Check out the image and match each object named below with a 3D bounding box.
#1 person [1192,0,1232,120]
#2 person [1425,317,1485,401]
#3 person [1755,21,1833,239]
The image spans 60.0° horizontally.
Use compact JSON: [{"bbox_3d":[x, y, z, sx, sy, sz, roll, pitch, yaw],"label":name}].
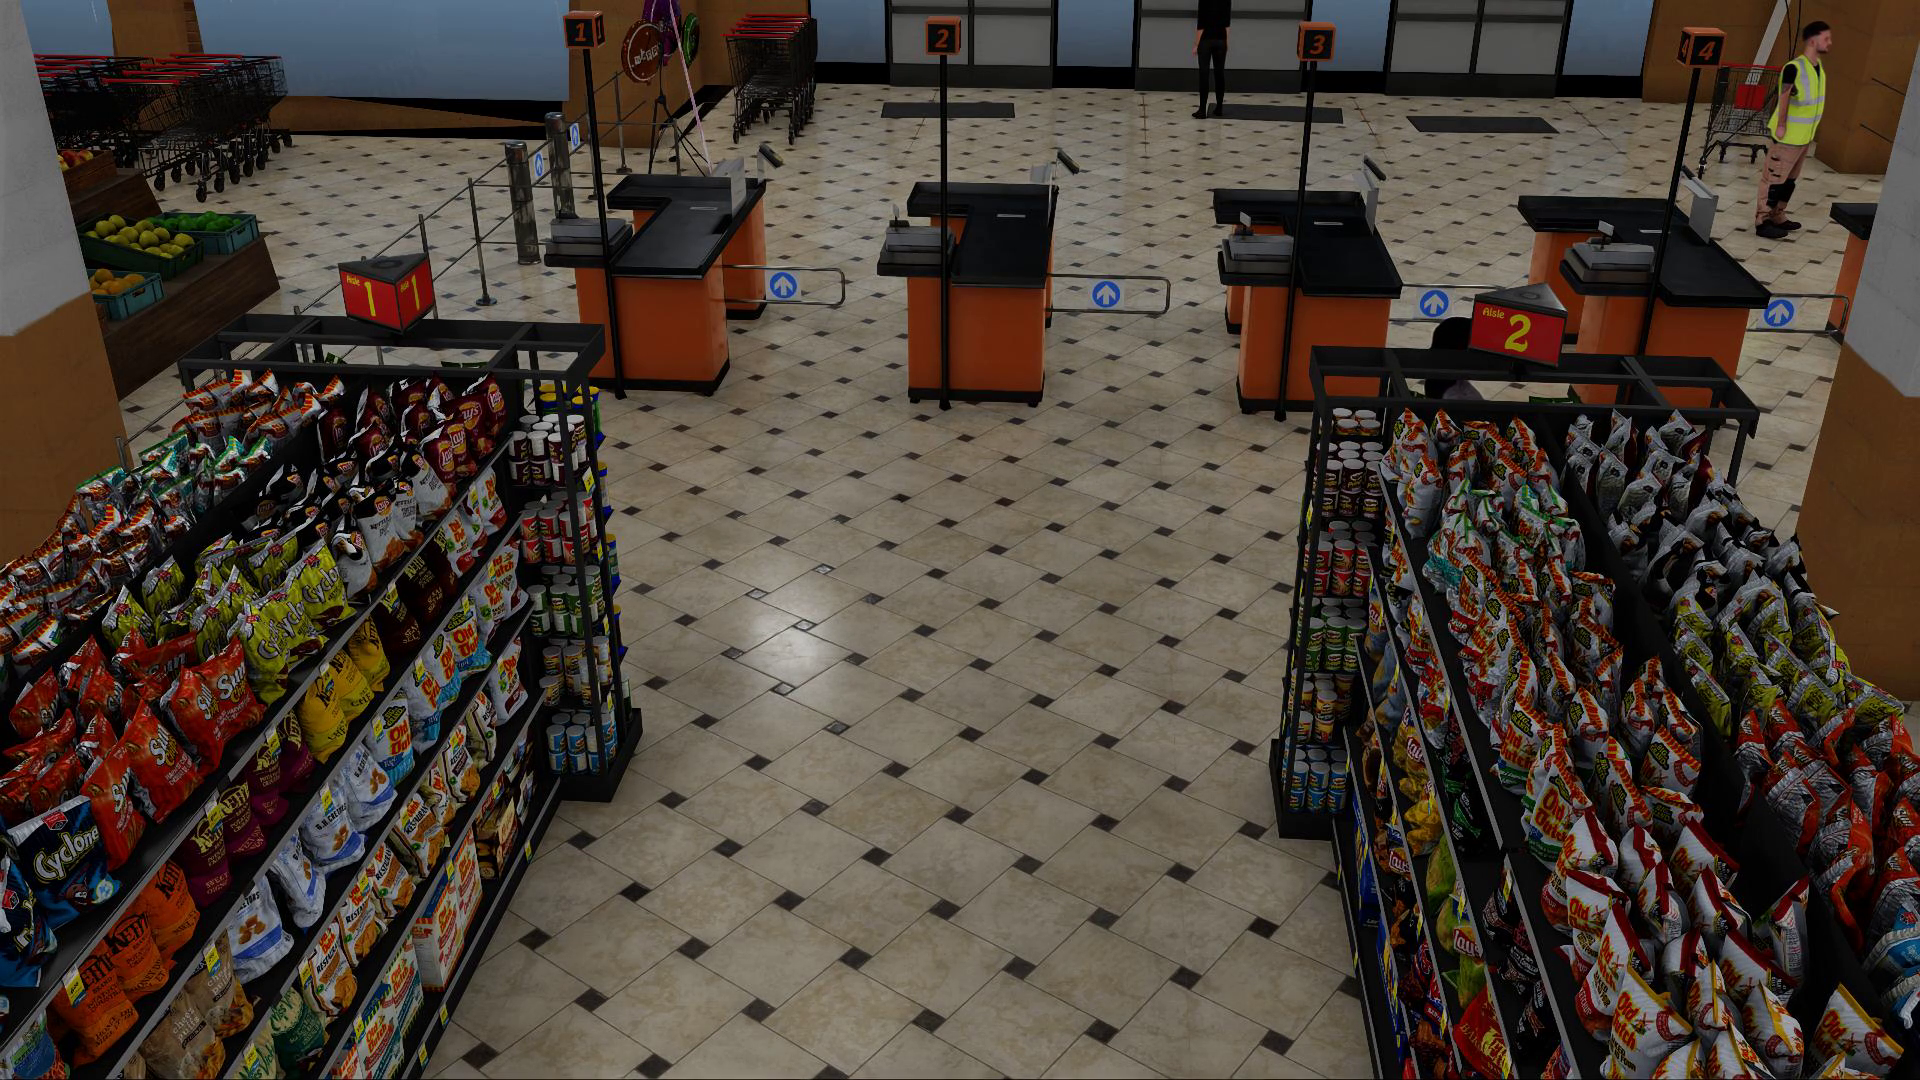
[{"bbox_3d":[2.836,-5.575,18.652,0.644,1.642,0.619,-7,28,-14],"label":"person"},{"bbox_3d":[2.279,-0.212,7.923,0.661,1.781,0.482,-1,27,-1],"label":"person"},{"bbox_3d":[7.278,-3.581,14.496,0.849,1.845,0.915,-23,35,-38],"label":"person"}]
